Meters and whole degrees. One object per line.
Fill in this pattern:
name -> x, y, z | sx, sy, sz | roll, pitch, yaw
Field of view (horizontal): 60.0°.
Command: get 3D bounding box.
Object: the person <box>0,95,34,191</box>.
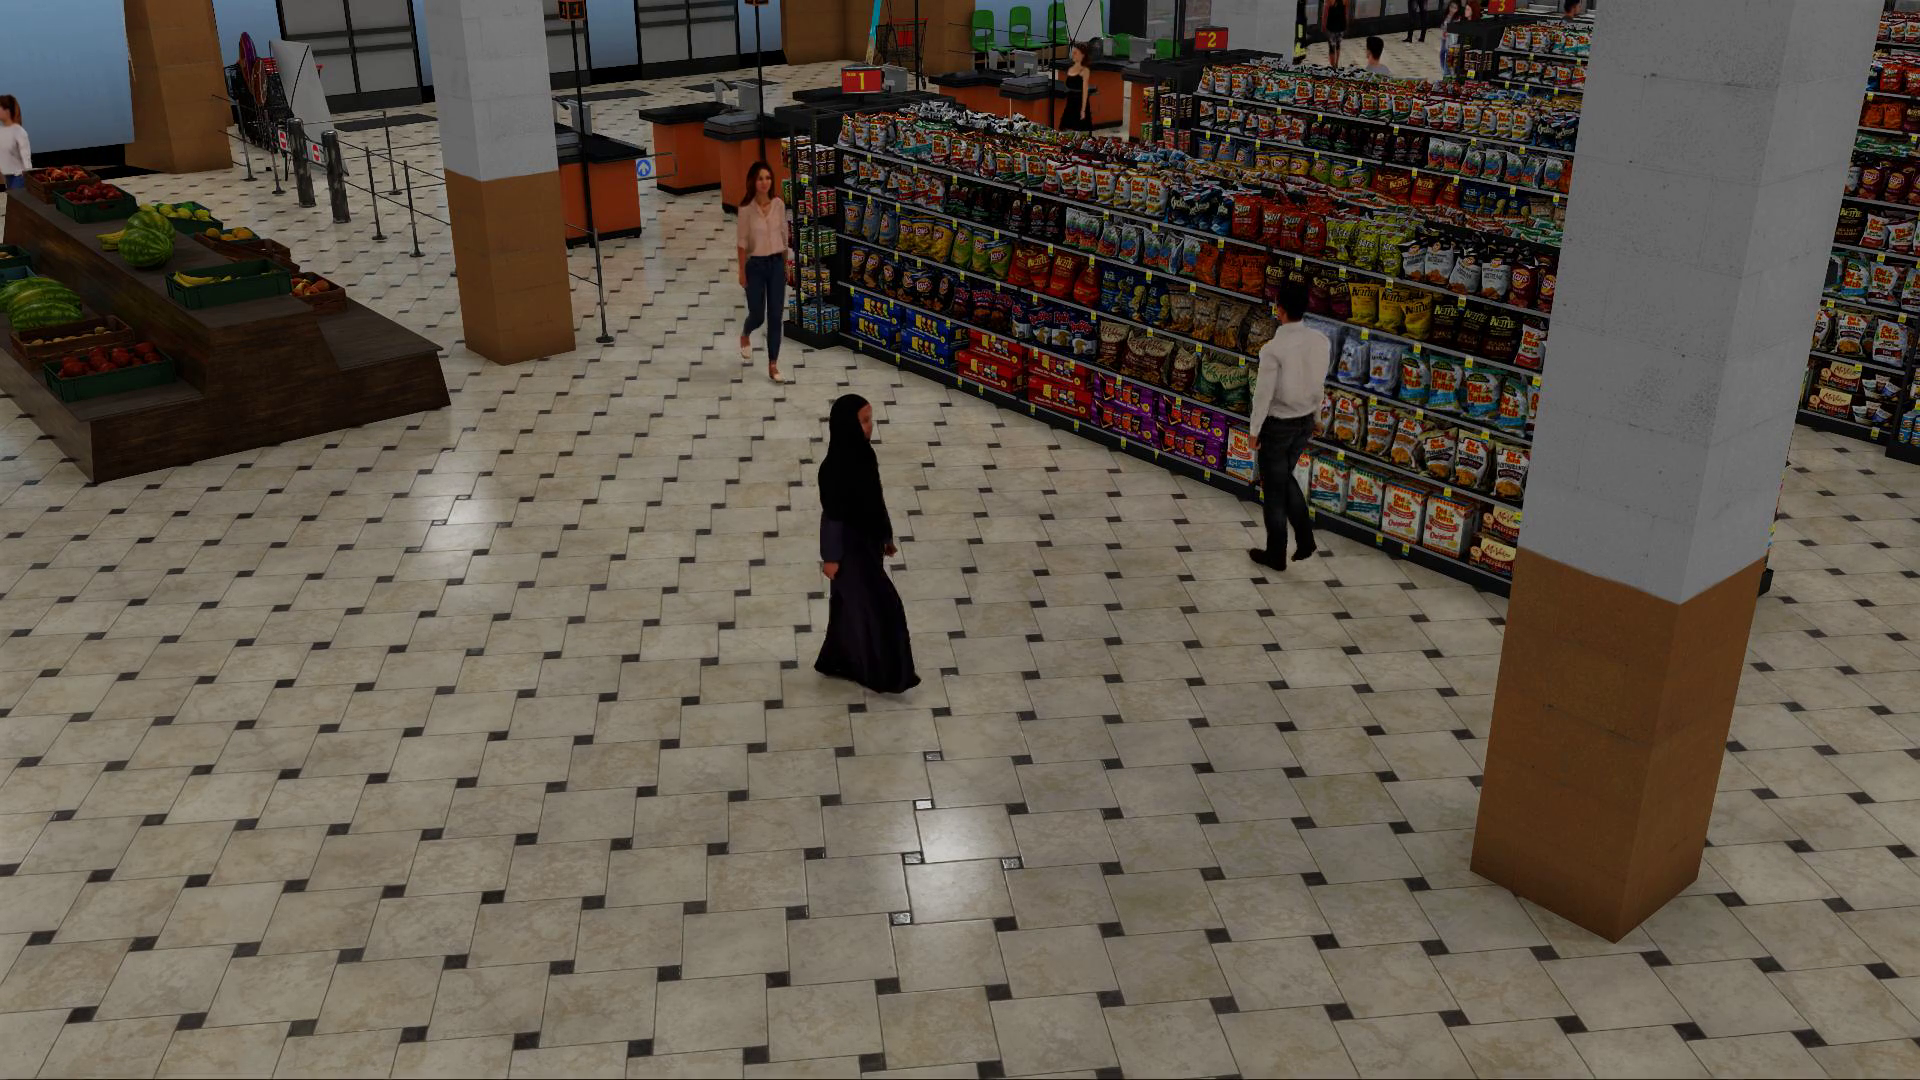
person -> -9.428, -3.626, 16.840 | 1.072, 1.695, 0.864 | 16, 28, 32

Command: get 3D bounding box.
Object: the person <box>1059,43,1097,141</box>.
person -> 1.574, -5.489, 21.213 | 0.622, 1.603, 0.889 | -17, 29, -34

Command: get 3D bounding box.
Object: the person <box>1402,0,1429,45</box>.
person -> 9.179, -10.906, 33.301 | 0.760, 1.836, 0.745 | -6, 24, -13

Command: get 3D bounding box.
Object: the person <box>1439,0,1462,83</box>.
person -> 7.848, -7.883, 26.692 | 0.863, 1.596, 0.683 | -1, 24, -2

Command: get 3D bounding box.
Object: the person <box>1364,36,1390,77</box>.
person -> 4.862, -5.000, 19.744 | 0.583, 1.885, 0.693 | 21, 31, 39

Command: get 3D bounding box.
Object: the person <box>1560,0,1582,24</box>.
person -> 8.711, -6.871, 24.033 | 0.841, 1.874, 0.746 | -2, 24, -4

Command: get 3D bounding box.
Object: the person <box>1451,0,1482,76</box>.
person -> 7.416, -6.974, 24.376 | 0.697, 1.787, 0.552 | -10, 25, -21

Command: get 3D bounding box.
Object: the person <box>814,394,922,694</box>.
person -> -0.621, 0.006, 8.650 | 0.984, 1.606, 0.860 | 9, 25, 19

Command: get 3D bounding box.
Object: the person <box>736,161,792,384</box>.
person -> -1.612, -2.187, 13.453 | 0.713, 1.774, 0.960 | -12, 26, -26

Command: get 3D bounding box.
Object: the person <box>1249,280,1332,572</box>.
person -> 1.991, -0.628, 9.854 | 0.736, 1.803, 0.761 | -14, 27, -29

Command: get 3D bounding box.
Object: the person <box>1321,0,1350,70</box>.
person -> 6.609, -8.985, 29.141 | 0.714, 1.653, 0.736 | -4, 24, -8
